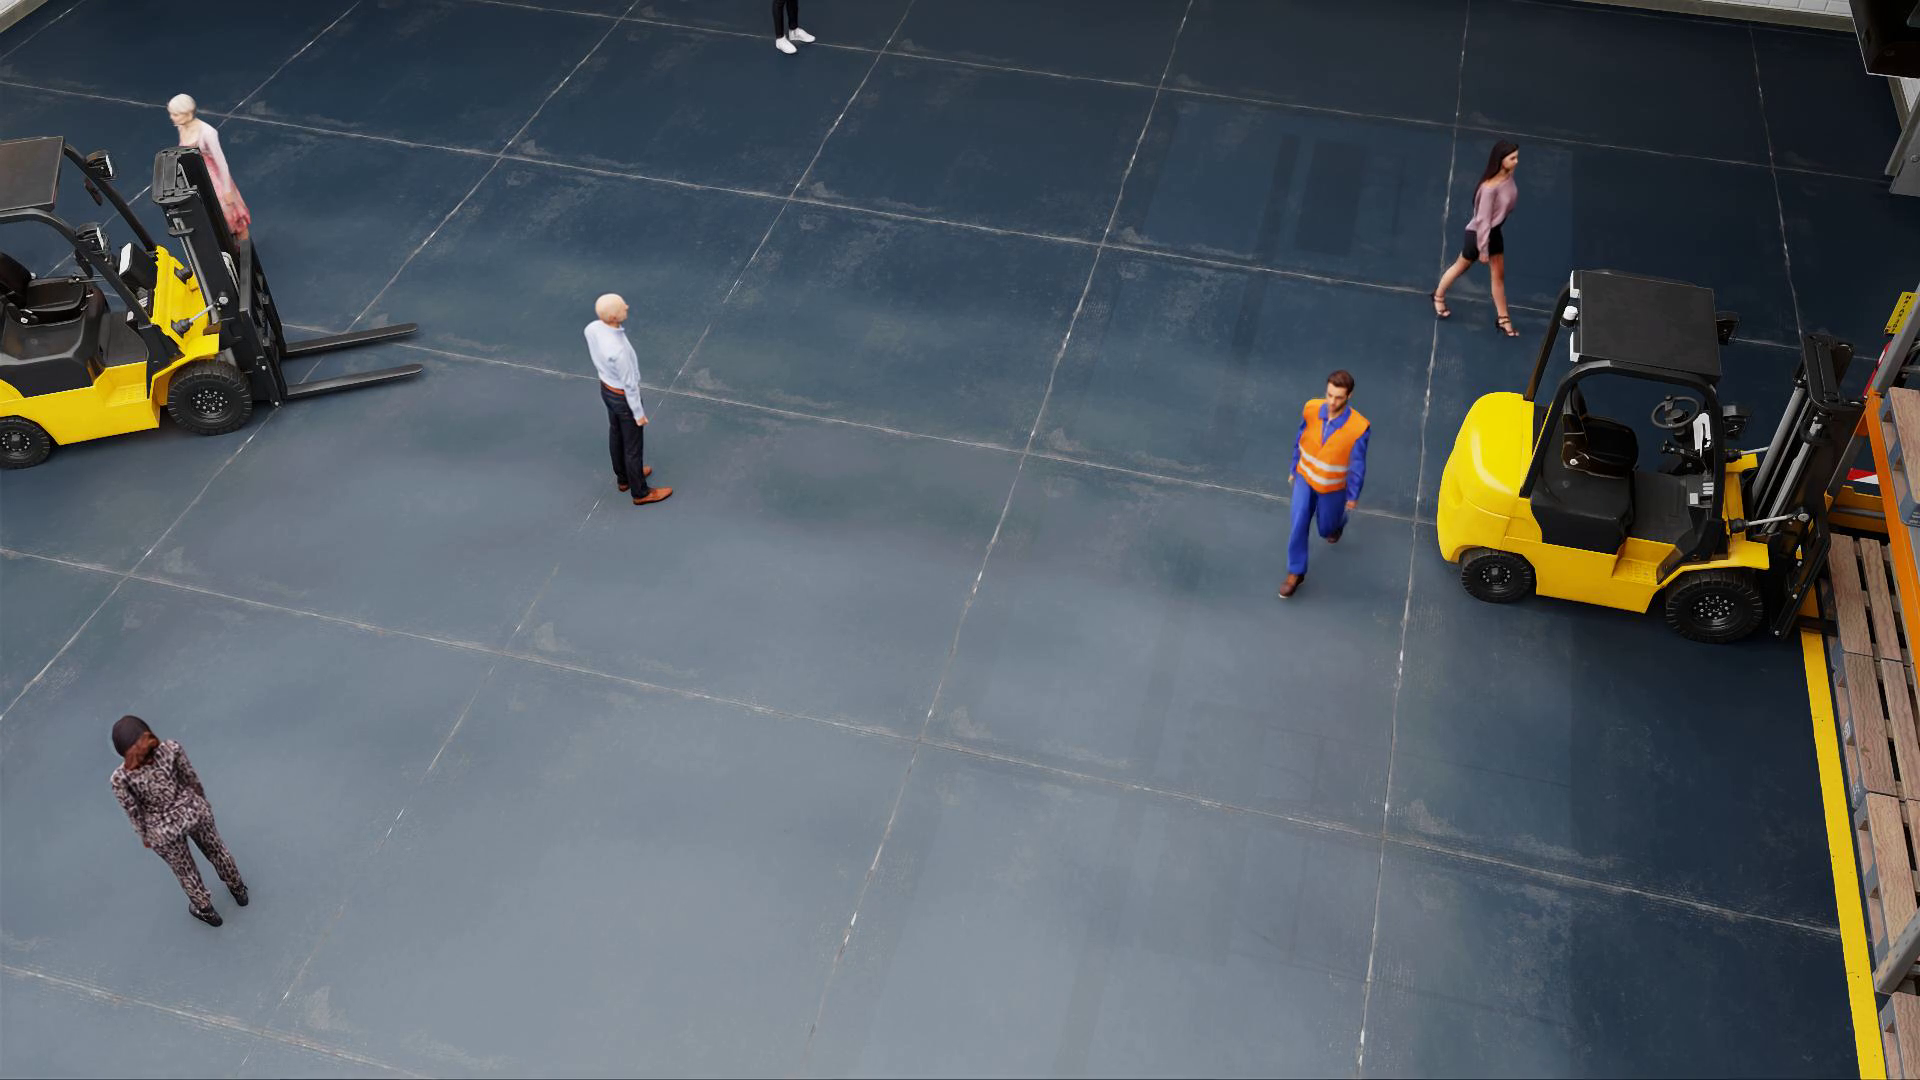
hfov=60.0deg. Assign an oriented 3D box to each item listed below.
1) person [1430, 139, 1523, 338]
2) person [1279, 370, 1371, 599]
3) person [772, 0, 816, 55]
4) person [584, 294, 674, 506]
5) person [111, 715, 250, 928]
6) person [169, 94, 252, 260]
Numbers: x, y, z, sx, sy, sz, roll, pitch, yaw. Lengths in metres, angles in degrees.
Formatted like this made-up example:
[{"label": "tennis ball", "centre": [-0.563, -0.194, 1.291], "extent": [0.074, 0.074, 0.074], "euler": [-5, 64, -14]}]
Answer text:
[{"label": "person", "centre": [4.184, -2.495, 13.626], "extent": [1.024, 1.766, 1.118], "euler": [32, 52, 29]}, {"label": "person", "centre": [2.526, -0.448, 11.417], "extent": [0.884, 1.850, 1.128], "euler": [24, 48, 23]}, {"label": "person", "centre": [-1.797, -6.047, 17.237], "extent": [0.808, 1.929, 0.646], "euler": [25, 49, 24]}, {"label": "person", "centre": [-2.447, -1.032, 12.073], "extent": [0.764, 1.790, 0.736], "euler": [-28, 50, -26]}, {"label": "person", "centre": [-4.421, 1.583, 9.384], "extent": [0.727, 1.714, 0.633], "euler": [31, 52, 28]}, {"label": "person", "centre": [-6.416, -3.078, 14.288], "extent": [0.642, 1.696, 0.636], "euler": [20, 47, 20]}]
